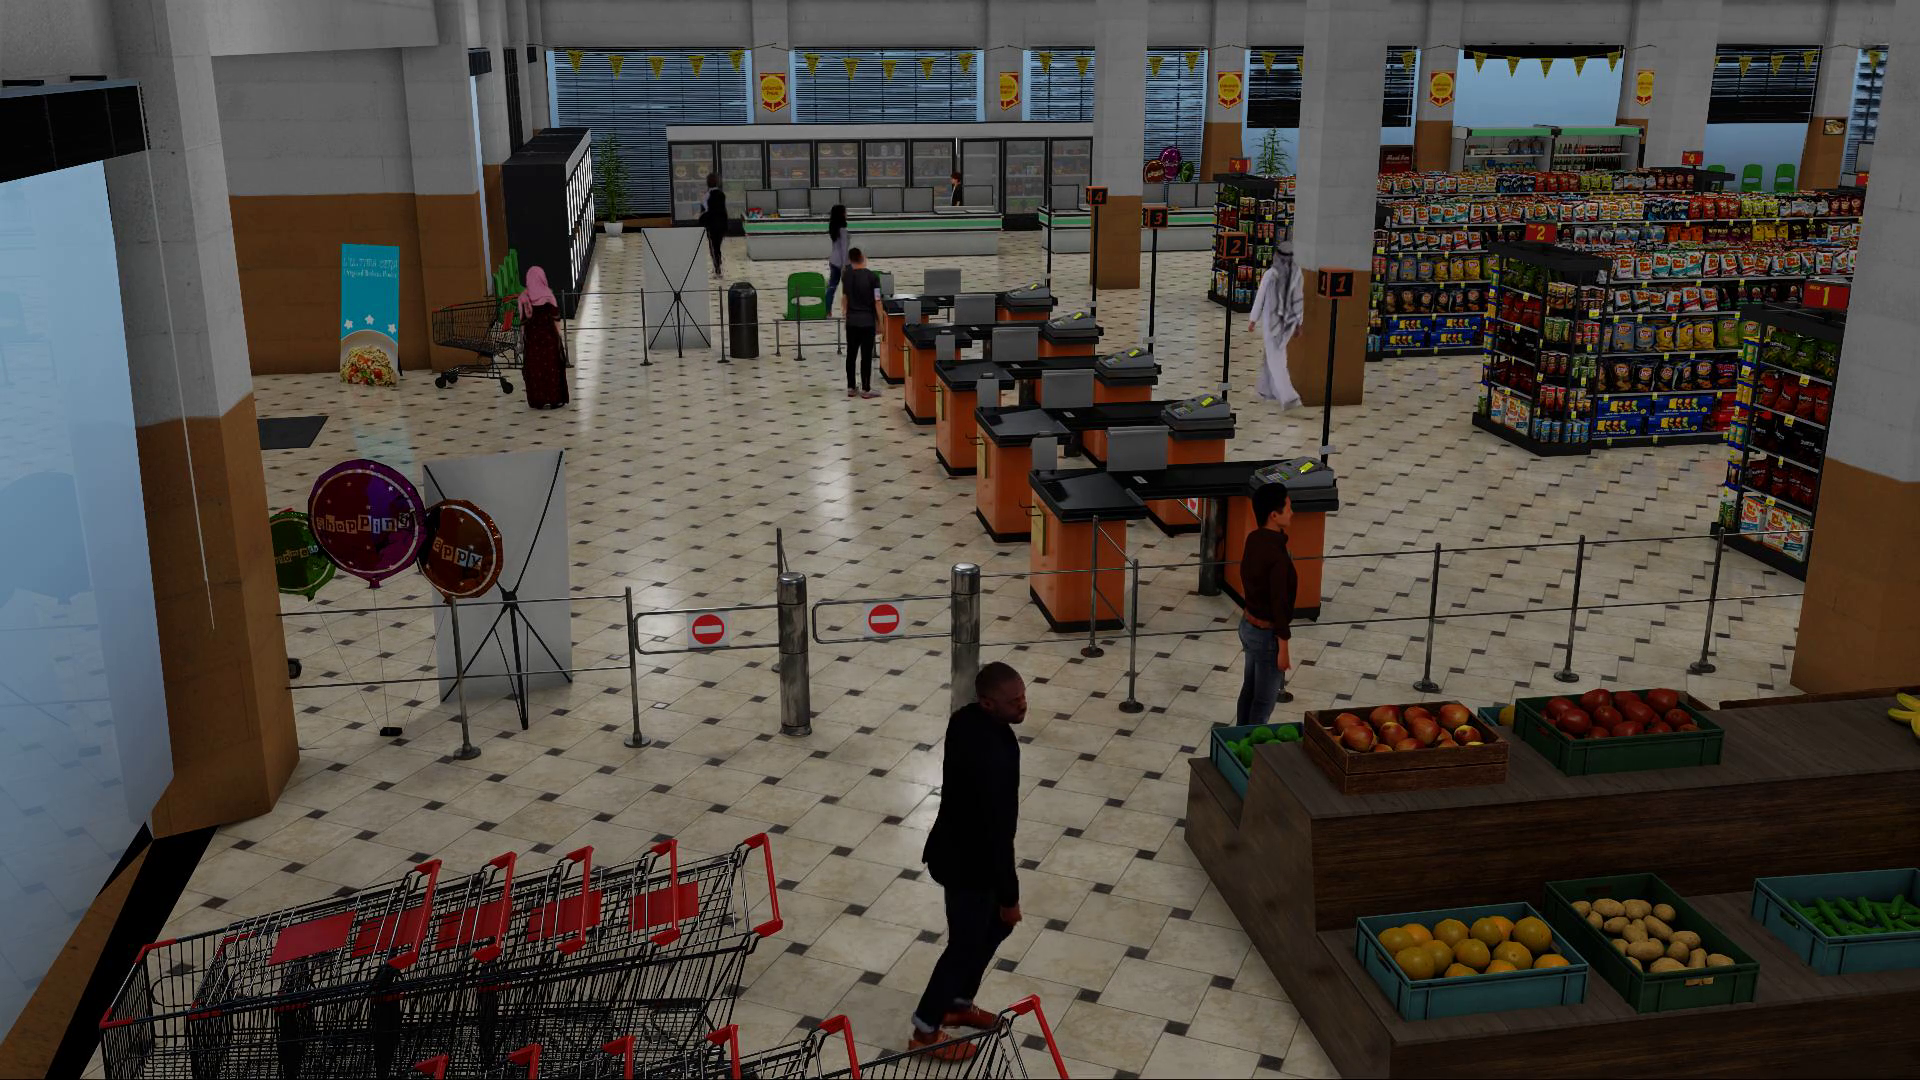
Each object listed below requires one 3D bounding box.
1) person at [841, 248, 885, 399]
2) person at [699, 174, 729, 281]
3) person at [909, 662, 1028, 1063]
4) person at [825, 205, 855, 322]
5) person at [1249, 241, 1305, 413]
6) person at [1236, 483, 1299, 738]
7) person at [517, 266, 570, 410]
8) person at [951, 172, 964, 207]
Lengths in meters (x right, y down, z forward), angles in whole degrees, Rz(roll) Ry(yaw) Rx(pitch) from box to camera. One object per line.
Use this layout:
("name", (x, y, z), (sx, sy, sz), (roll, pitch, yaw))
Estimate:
("person", (-1.176, -2.552, 19.545), (0.724, 1.759, 0.823), (10, 19, 29))
("person", (-4.218, -5.450, 28.989), (0.830, 1.817, 0.905), (-16, 23, -42))
("person", (-0.021, 1.318, 6.764), (0.772, 1.780, 0.776), (-3, 17, -10))
("person", (-1.866, -4.063, 24.603), (0.984, 1.711, 0.848), (-11, 20, -32))
("person", (3.637, -2.370, 18.726), (1.280, 1.885, 0.960), (-8, 19, -24))
("person", (1.700, 0.538, 9.330), (0.503, 1.782, 0.640), (-3, 17, -10))
("person", (-4.765, -2.307, 18.947), (0.634, 1.638, 0.785), (2, 17, 5))
("person", (-0.068, -6.788, 34.031), (0.518, 1.447, 0.540), (-2, 17, -7))
